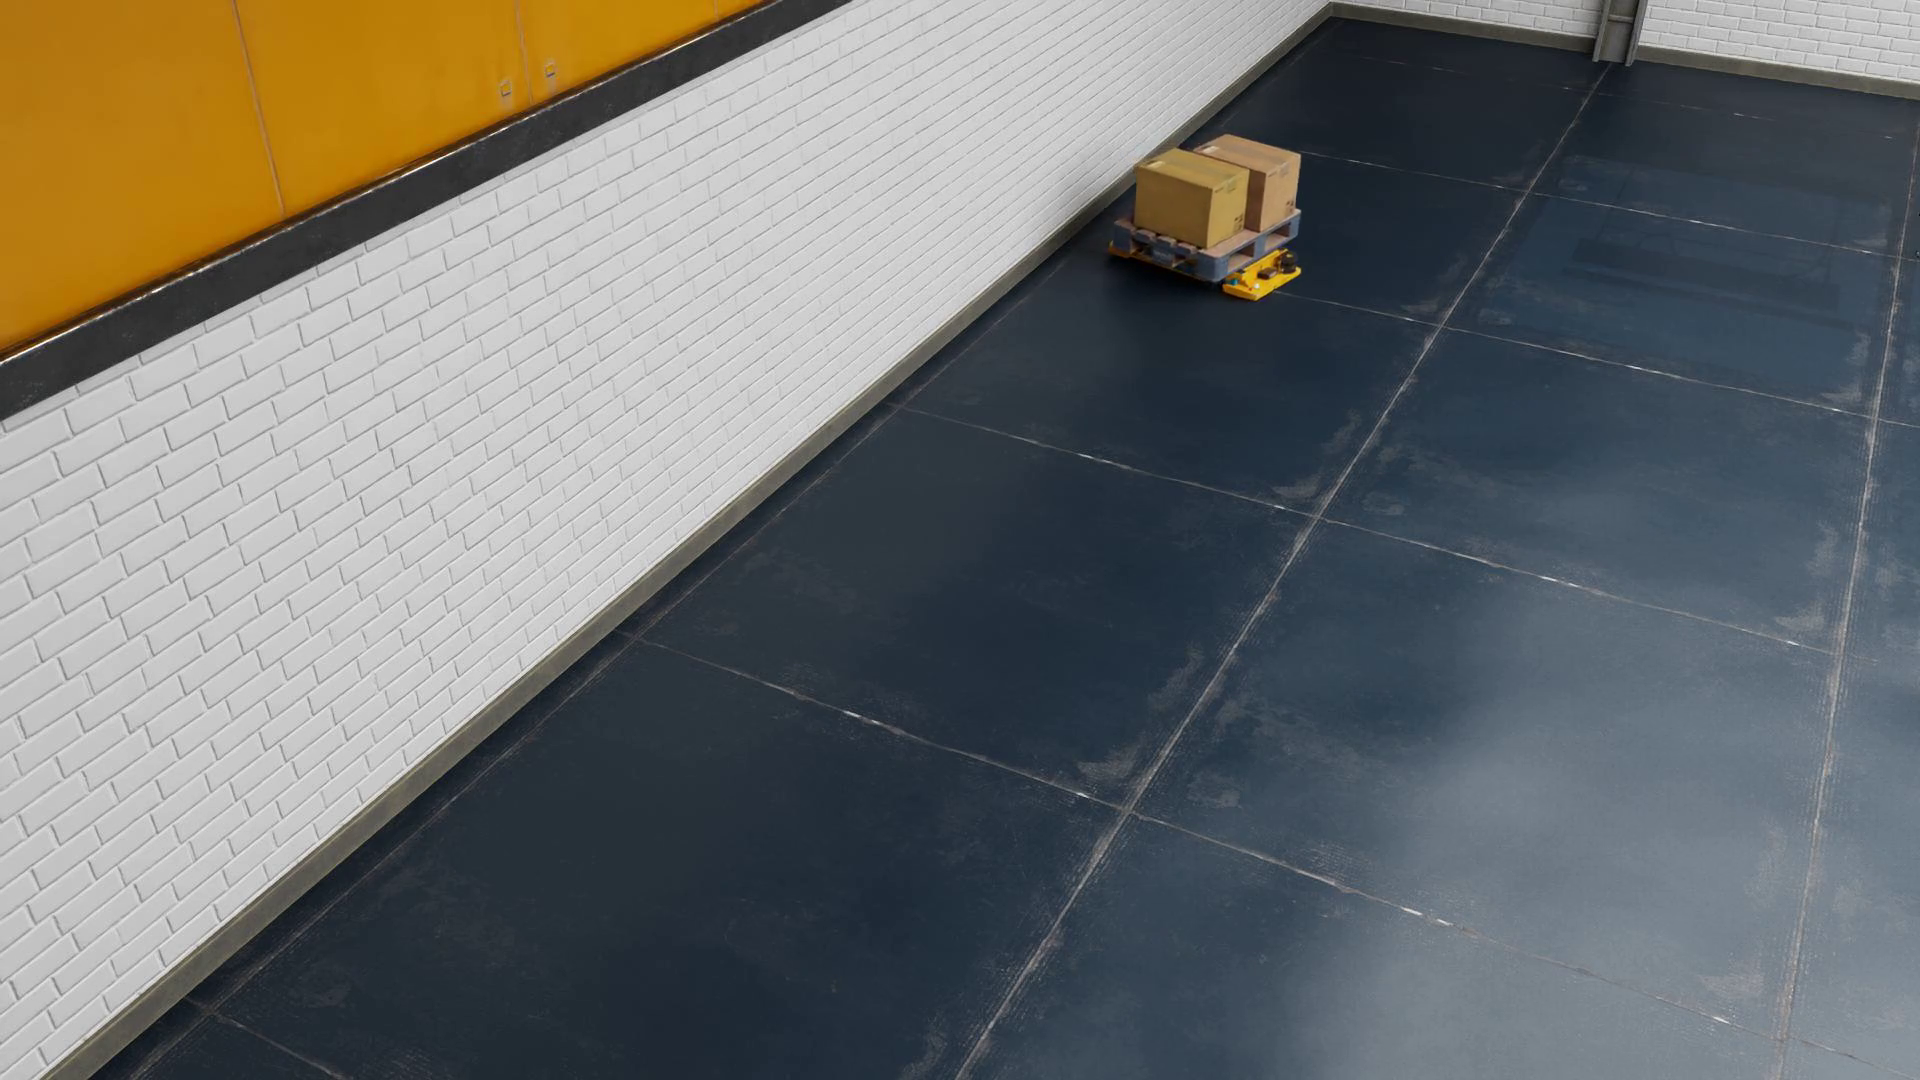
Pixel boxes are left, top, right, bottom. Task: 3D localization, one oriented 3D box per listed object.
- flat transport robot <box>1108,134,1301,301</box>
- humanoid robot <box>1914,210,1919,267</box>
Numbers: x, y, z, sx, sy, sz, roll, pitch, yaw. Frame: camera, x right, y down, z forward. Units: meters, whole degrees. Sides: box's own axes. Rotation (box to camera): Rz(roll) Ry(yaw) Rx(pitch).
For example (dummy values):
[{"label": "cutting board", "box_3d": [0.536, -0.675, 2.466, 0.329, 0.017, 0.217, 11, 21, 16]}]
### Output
[{"label": "flat transport robot", "box_3d": [1.964, -2.303, 13.404, 1.431, 0.231, 0.659, 26, 42, 33]}, {"label": "humanoid robot", "box_3d": [7.894, -2.941, 13.087, 0.600, 1.645, 0.335, -29, 43, -36]}]
